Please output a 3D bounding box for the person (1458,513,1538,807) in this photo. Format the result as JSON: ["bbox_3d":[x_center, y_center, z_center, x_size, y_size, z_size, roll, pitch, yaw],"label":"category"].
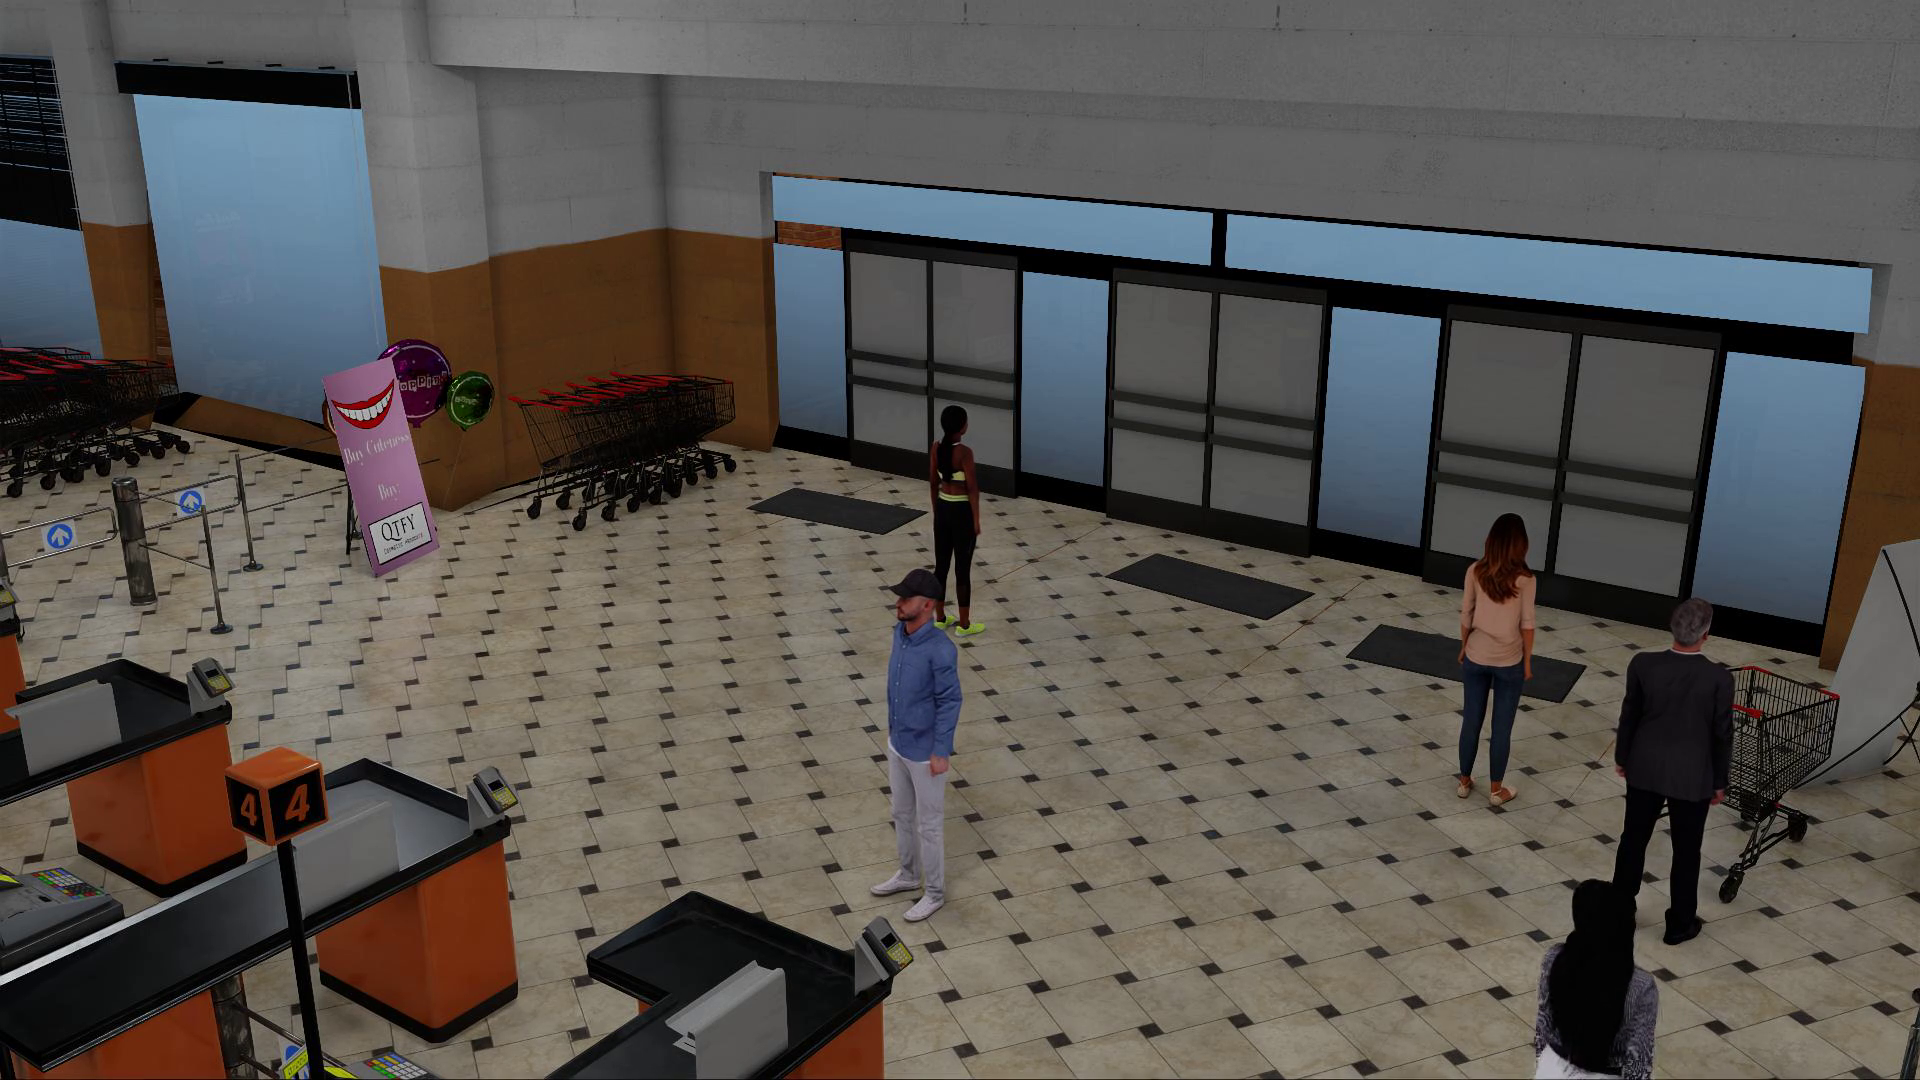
[{"bbox_3d":[3.148,0.702,9.809,0.582,1.792,0.509,13,23,34],"label":"person"}]

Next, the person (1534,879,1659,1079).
[{"bbox_3d":[2.235,2.057,5.952,0.675,1.689,0.742,-11,22,-29],"label":"person"}]

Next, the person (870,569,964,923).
[{"bbox_3d":[-0.219,1.043,8.647,0.687,1.888,0.726,-13,22,-33],"label":"person"}]

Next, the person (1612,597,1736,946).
[{"bbox_3d":[3.589,1.154,8.391,0.706,1.842,0.574,13,23,34],"label":"person"}]

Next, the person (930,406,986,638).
[{"bbox_3d":[-0.049,-0.144,12.379,0.553,1.754,0.494,13,23,34],"label":"person"}]
